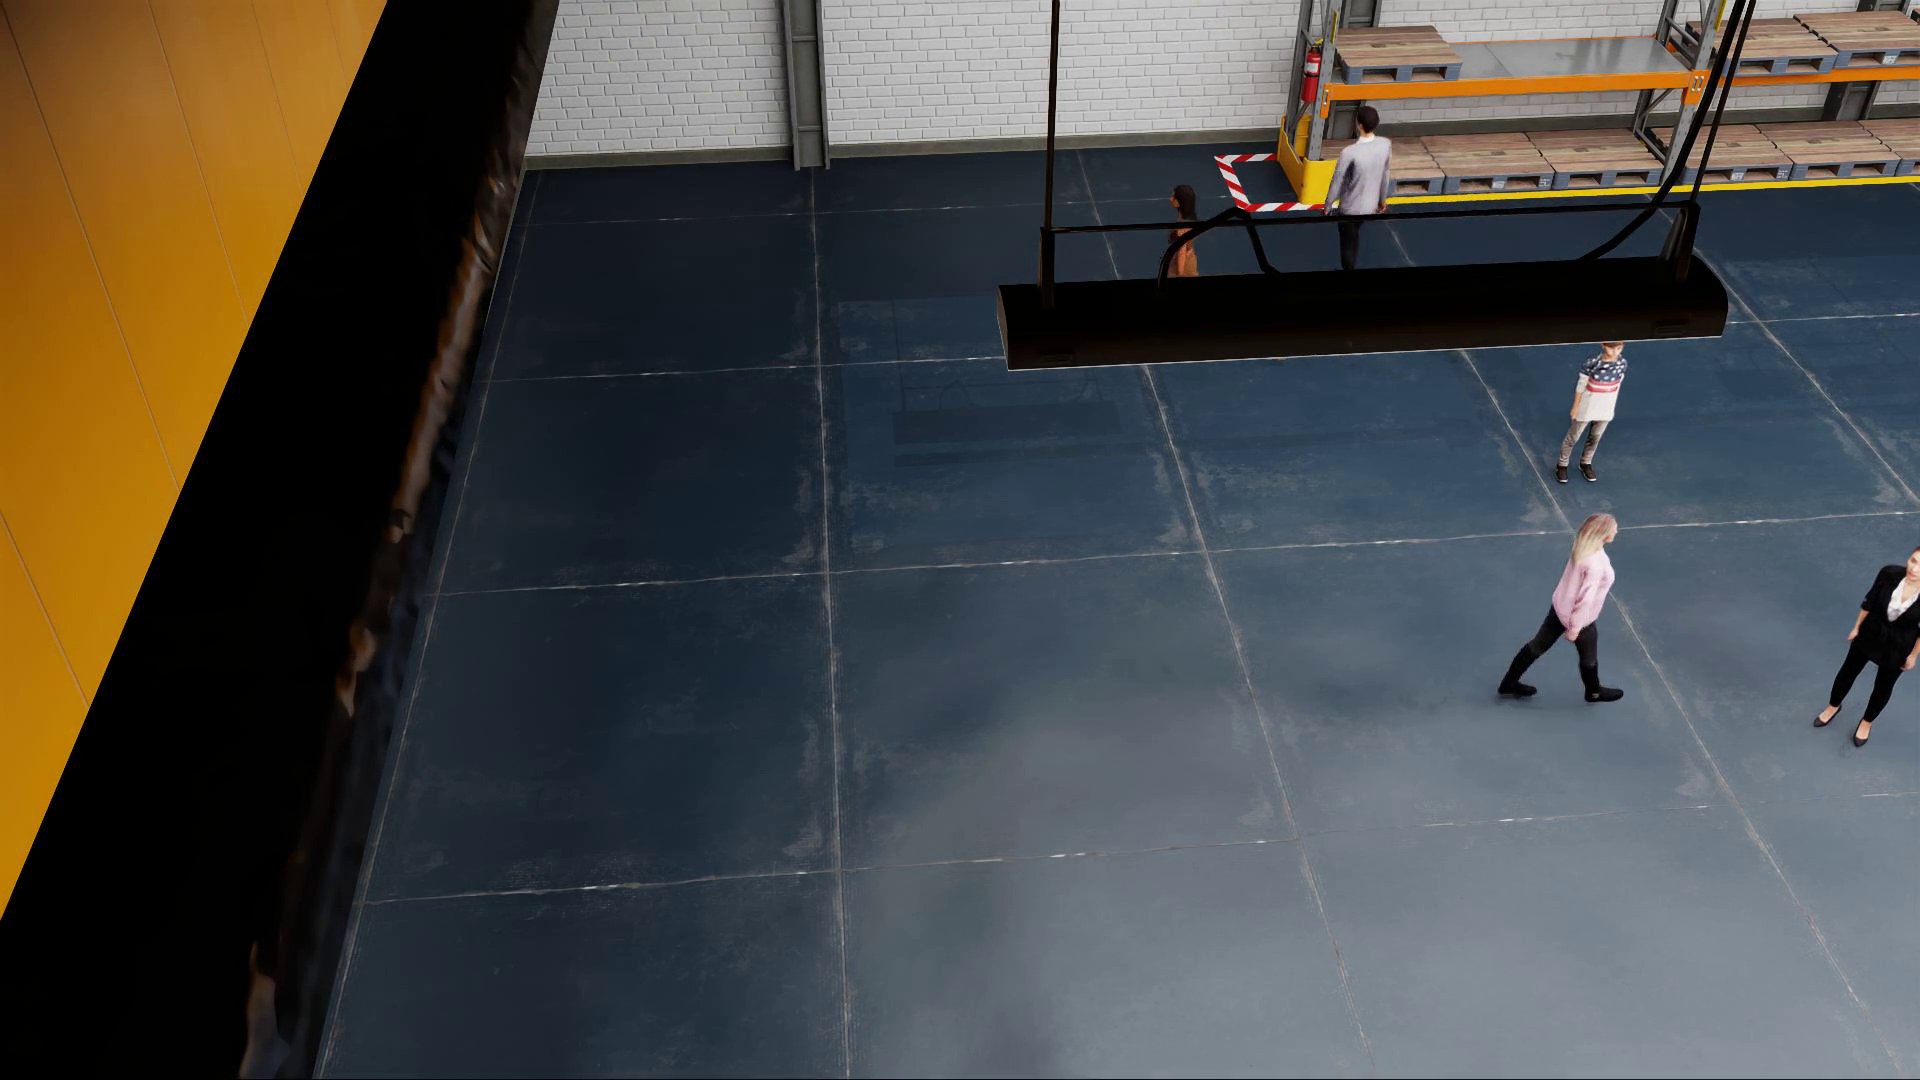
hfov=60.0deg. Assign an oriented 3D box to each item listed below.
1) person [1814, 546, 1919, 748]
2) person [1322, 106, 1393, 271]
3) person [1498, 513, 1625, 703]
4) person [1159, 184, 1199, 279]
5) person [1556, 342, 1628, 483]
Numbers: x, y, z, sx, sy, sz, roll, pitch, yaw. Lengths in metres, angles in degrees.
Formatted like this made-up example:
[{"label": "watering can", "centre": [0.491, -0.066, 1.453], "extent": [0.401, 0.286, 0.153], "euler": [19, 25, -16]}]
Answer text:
[{"label": "person", "centre": [6.206, 0.677, 11.141], "extent": [0.693, 1.662, 0.740], "euler": [32, 48, 33]}, {"label": "person", "centre": [3.816, -3.142, 15.729], "extent": [0.839, 1.906, 0.964], "euler": [-18, 42, -21]}, {"label": "person", "centre": [4.109, 0.494, 11.388], "extent": [1.108, 1.641, 0.704], "euler": [1, 39, 2]}, {"label": "person", "centre": [2.056, -2.437, 15.055], "extent": [1.114, 1.645, 0.851], "euler": [11, 40, 14]}, {"label": "person", "centre": [5.188, -1.119, 13.569], "extent": [0.390, 1.439, 0.574], "euler": [-3, 39, -4]}]
